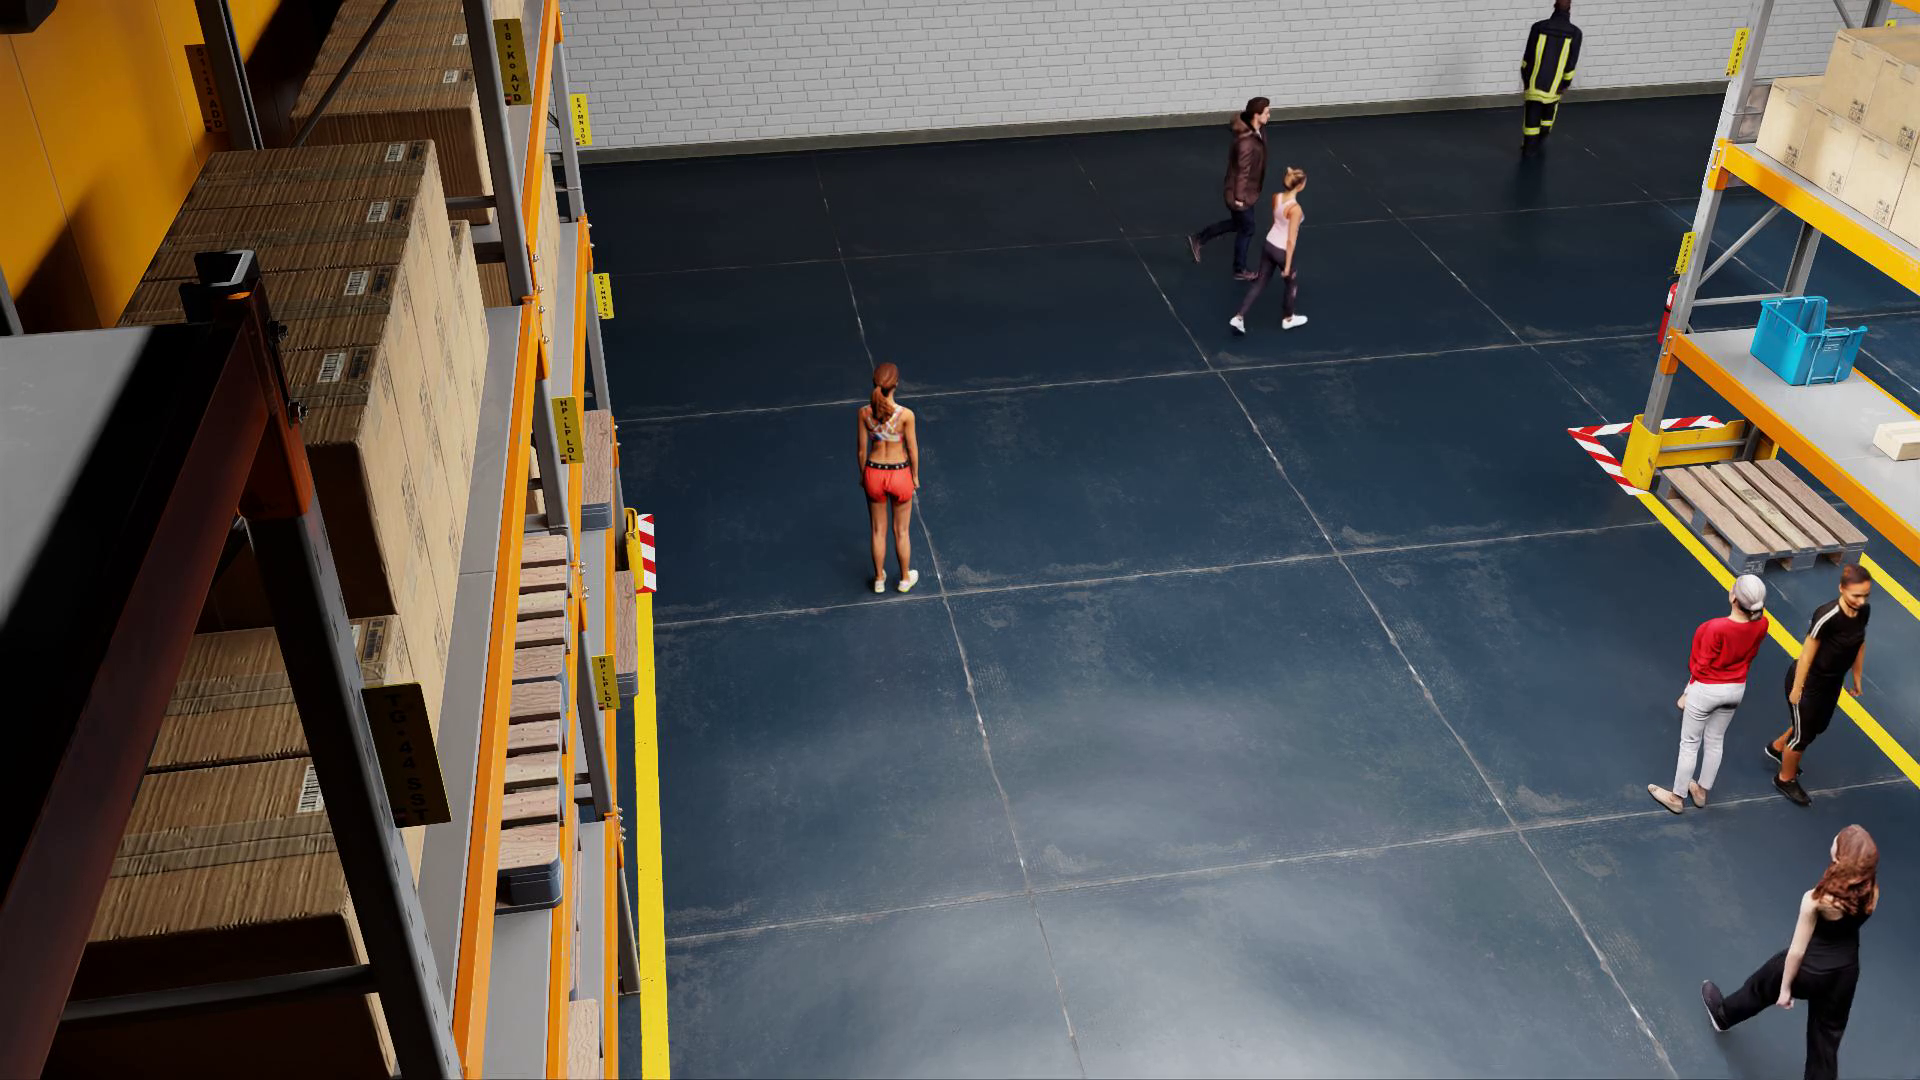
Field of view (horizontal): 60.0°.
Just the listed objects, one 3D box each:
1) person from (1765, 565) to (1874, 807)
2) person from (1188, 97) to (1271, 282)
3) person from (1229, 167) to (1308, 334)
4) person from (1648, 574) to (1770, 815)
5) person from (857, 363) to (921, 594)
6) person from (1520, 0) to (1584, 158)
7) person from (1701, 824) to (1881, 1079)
[{"bbox_3d":[5.076,0.804,9.954,0.693,1.649,0.768,-17,37,-23],"label":"person"},{"bbox_3d":[2.640,-3.406,16.137,1.075,1.817,1.110,9,35,14],"label":"person"},{"bbox_3d":[2.828,-2.608,15.099,0.897,1.636,1.068,-20,39,-27],"label":"person"},{"bbox_3d":[4.434,0.902,9.767,0.555,1.694,0.553,-8,34,-12],"label":"person"},{"bbox_3d":[-0.506,-0.418,11.667,0.646,1.789,0.627,4,34,6],"label":"person"},{"bbox_3d":[6.684,-5.275,18.980,1.048,1.782,1.259,9,35,13],"label":"person"},{"bbox_3d":[4.136,2.140,7.912,0.571,1.684,1.126,-5,34,-8],"label":"person"}]
